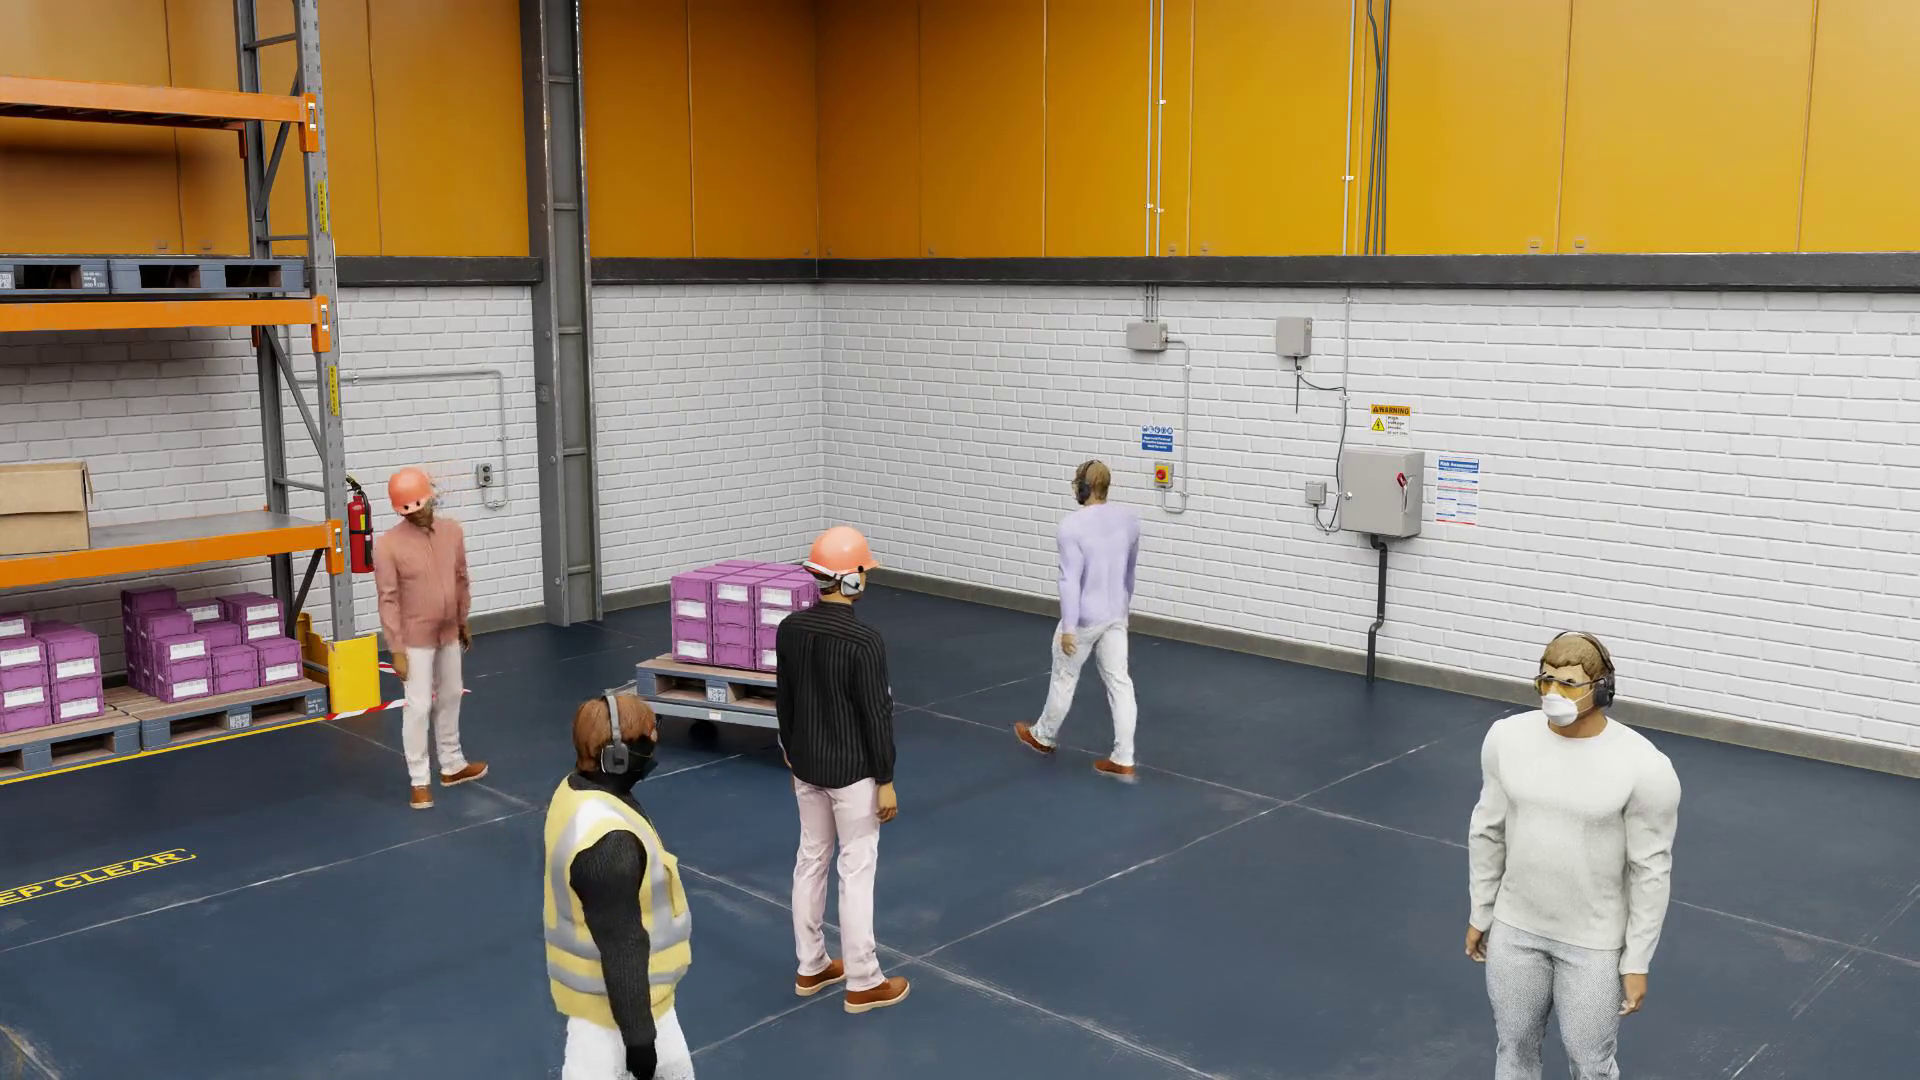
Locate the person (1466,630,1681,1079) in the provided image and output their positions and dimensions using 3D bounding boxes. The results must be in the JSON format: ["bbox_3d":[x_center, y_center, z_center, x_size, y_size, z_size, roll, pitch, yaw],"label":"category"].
[{"bbox_3d":[1.871,1.232,5.187,0.631,1.940,0.372,9,13,43],"label":"person"}]

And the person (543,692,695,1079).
[{"bbox_3d":[-1.067,1.336,4.948,0.936,1.807,0.629,-2,10,-15],"label":"person"}]

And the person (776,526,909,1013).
[{"bbox_3d":[-0.488,0.933,6.840,0.609,1.996,0.379,8,12,40],"label":"person"}]

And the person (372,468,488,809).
[{"bbox_3d":[-2.961,0.534,9.484,0.384,1.948,0.823,5,10,27],"label":"person"}]

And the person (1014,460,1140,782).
[{"bbox_3d":[0.740,0.458,10.042,0.658,1.894,0.990,-7,11,-36],"label":"person"}]
